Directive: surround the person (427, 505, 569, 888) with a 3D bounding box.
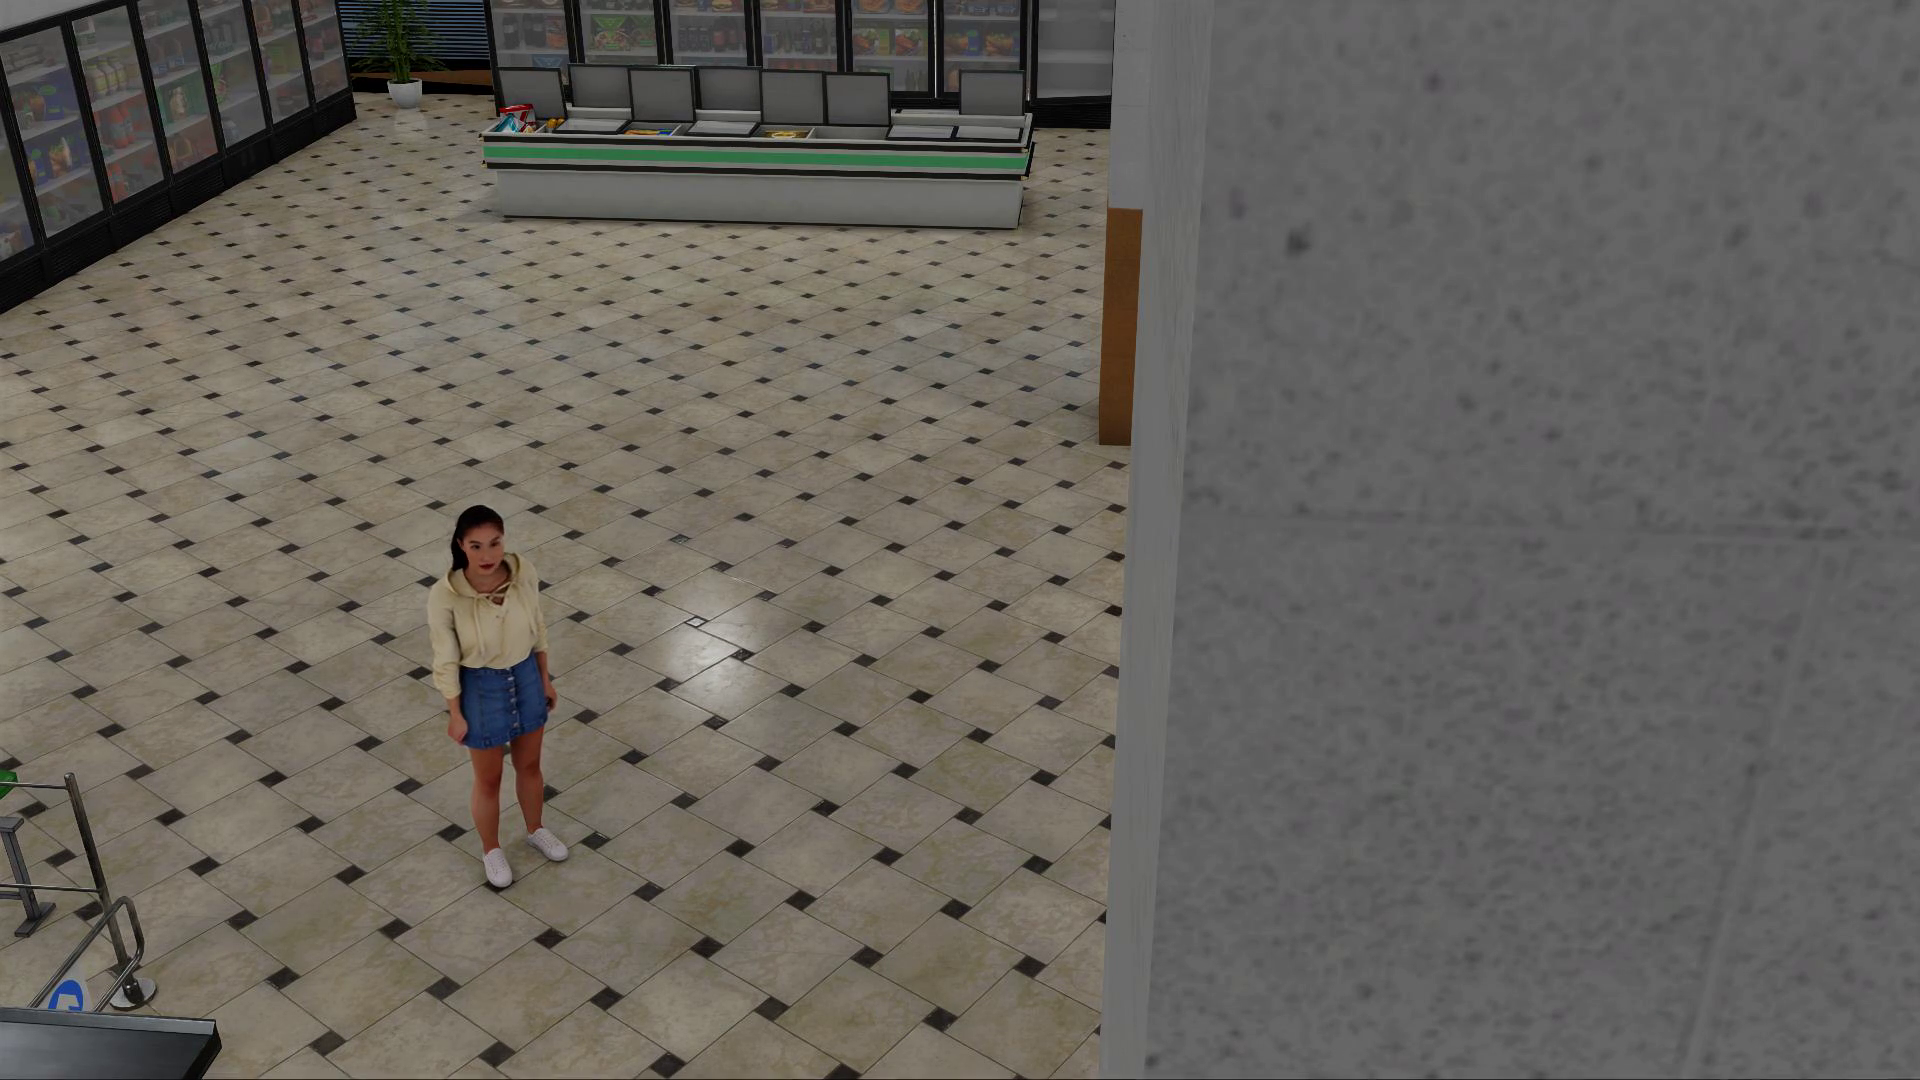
[{"bbox_3d":[-1.818,0.601,6.572,0.716,1.631,0.767,-22,34,-37],"label":"person"}]
